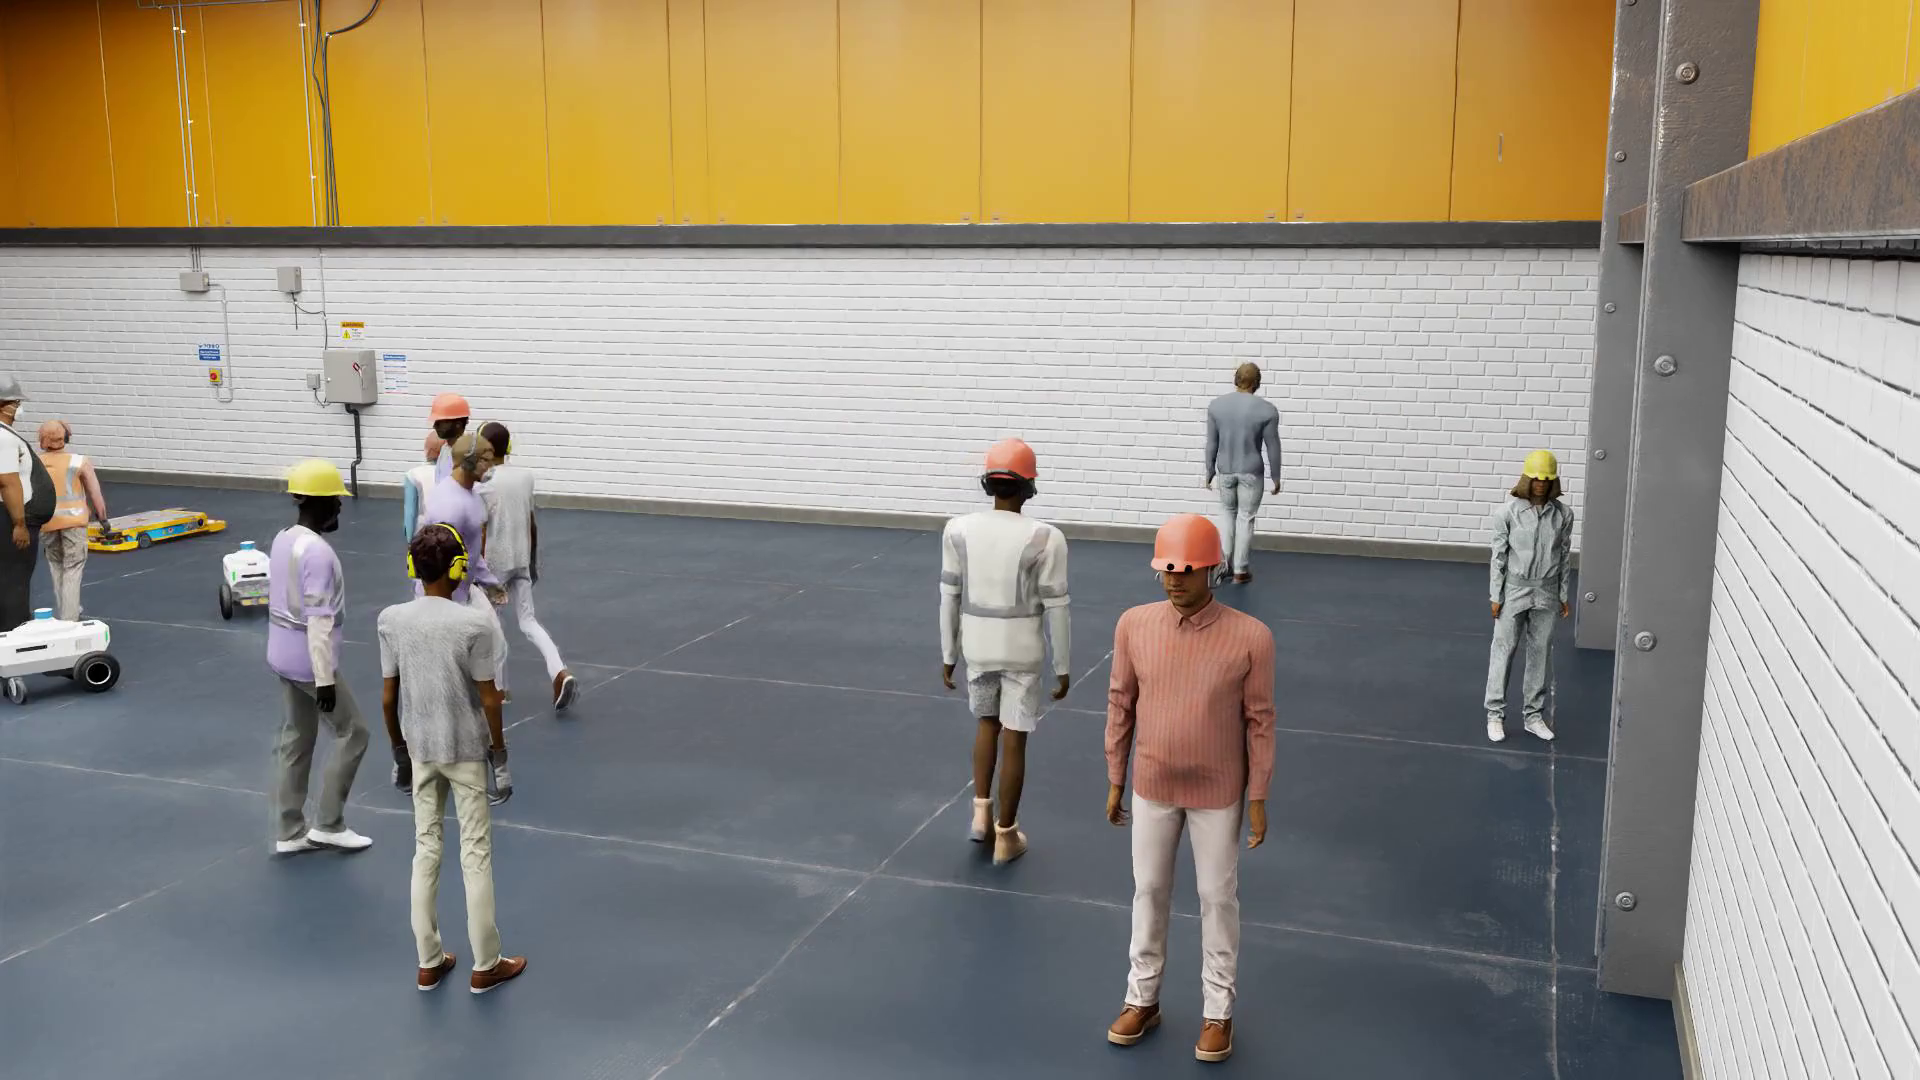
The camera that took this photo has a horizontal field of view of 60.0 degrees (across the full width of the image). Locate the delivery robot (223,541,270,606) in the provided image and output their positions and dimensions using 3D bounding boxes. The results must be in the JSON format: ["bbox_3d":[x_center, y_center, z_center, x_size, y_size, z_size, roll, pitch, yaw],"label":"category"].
[{"bbox_3d":[-5.686,0.254,13.307,0.477,0.478,0.707,-5,11,-28],"label":"delivery robot"}]

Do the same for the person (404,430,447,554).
[{"bbox_3d":[-3.768,-0.002,12.104,0.499,1.584,0.890,-1,10,-4],"label":"person"}]

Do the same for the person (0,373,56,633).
[{"bbox_3d":[-6.705,-0.174,11.802,0.536,2.000,0.688,-10,14,-44],"label":"person"}]

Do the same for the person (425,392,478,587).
[{"bbox_3d":[-3.435,-0.046,11.367,0.352,1.940,0.545,-8,13,-39],"label":"person"}]

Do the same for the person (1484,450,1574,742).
[{"bbox_3d":[3.366,0.331,9.799,0.492,1.740,0.325,-1,10,-5],"label":"person"}]

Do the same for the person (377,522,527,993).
[{"bbox_3d":[-1.992,0.854,6.515,0.507,1.865,0.329,2,10,10],"label":"person"}]

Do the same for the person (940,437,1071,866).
[{"bbox_3d":[0.232,0.529,7.860,0.635,2.030,0.449,5,11,24],"label":"person"}]

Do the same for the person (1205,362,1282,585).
[{"bbox_3d":[2.455,-0.573,14.349,0.662,1.928,0.465,6,12,29],"label":"person"}]

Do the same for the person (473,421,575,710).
[{"bbox_3d":[-2.793,0.175,10.428,0.849,1.833,0.542,8,13,40],"label":"person"}]

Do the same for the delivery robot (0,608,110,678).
[{"bbox_3d":[-5.965,0.689,10.858,0.707,0.478,0.477,-9,13,-40],"label":"delivery robot"}]

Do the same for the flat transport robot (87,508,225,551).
[{"bbox_3d":[-8.059,-0.113,16.439,0.652,0.197,1.431,4,11,20],"label":"flat transport robot"}]

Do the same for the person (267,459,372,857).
[{"bbox_3d":[-3.070,0.575,7.939,0.561,1.907,0.634,-8,13,-38],"label":"person"}]

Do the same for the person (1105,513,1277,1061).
[{"bbox_3d":[0.811,0.883,5.977,0.623,1.992,0.397,4,11,23],"label":"person"}]

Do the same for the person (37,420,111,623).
[{"bbox_3d":[-6.775,-0.112,12.661,0.533,1.612,0.680,0,10,-3],"label":"person"}]

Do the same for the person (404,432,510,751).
[{"bbox_3d":[-2.858,0.334,9.401,0.690,1.883,0.645,-1,10,-7],"label":"person"}]
